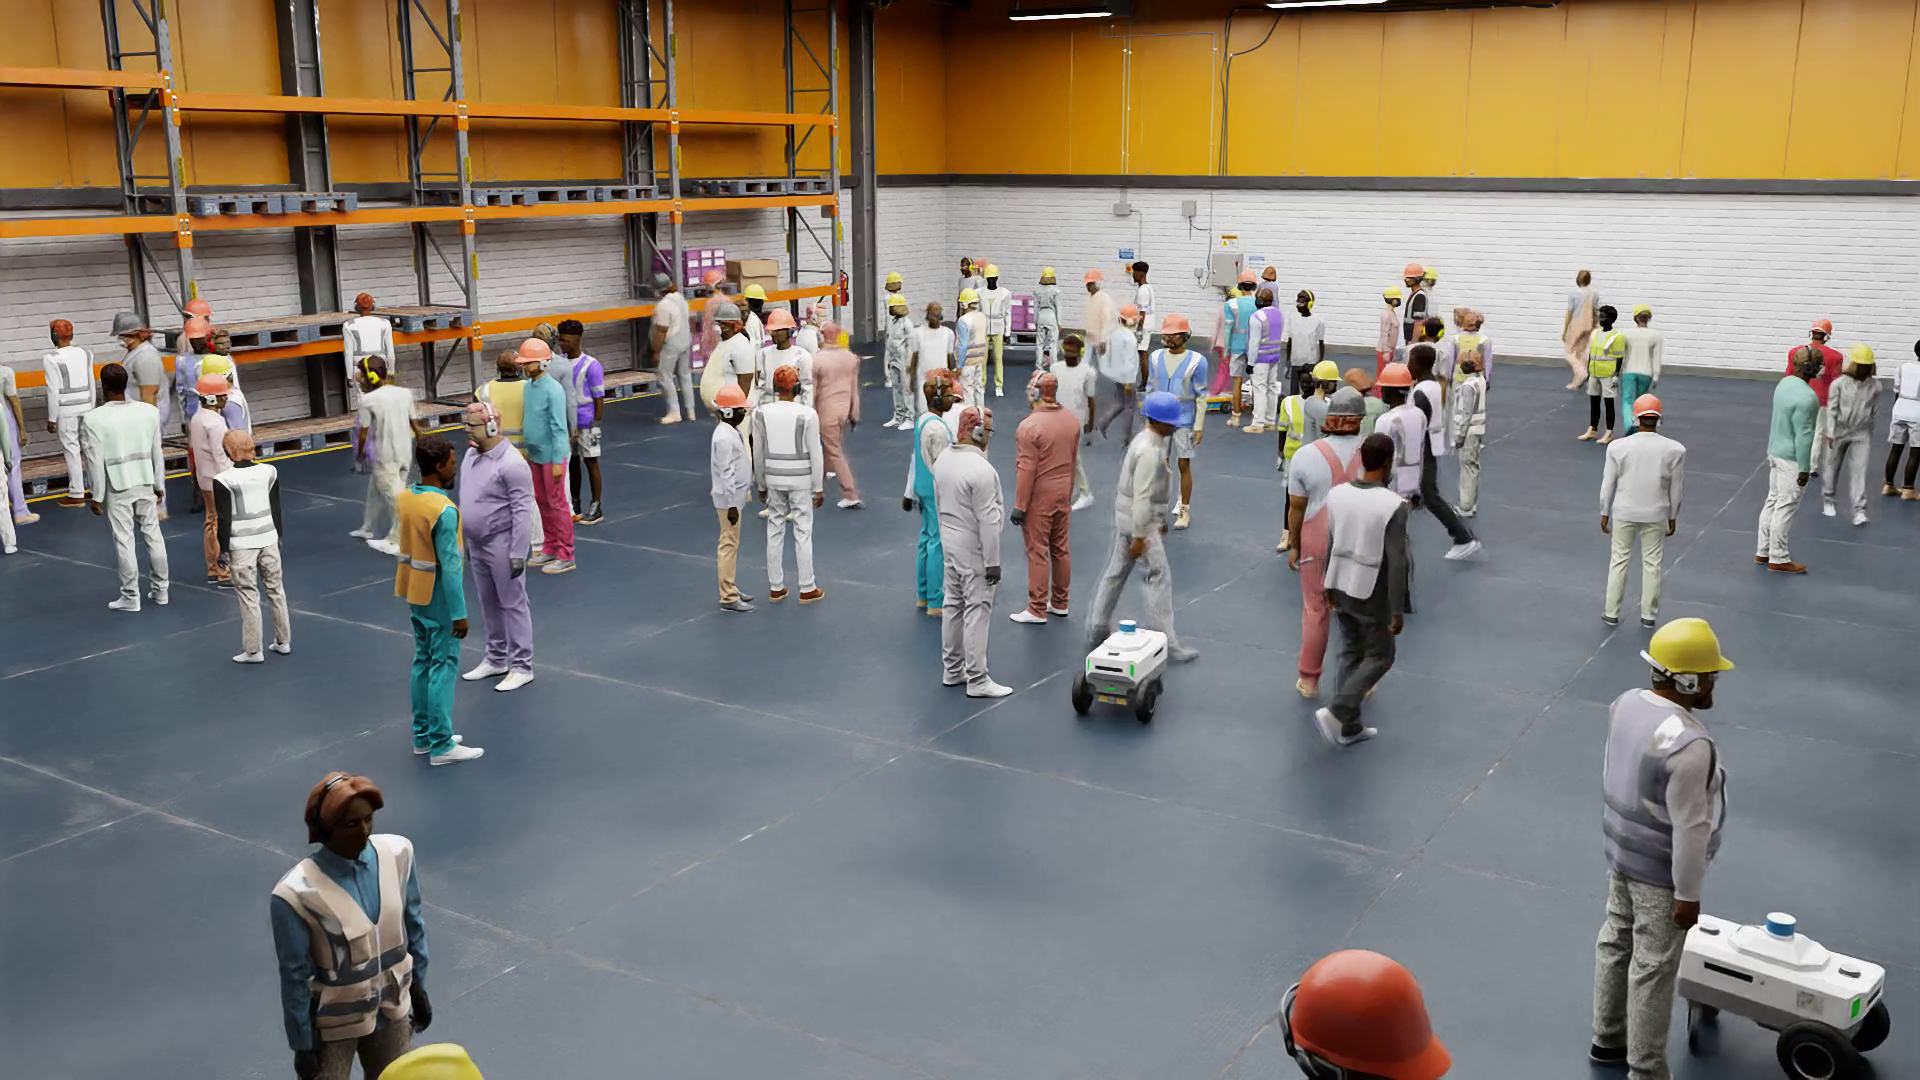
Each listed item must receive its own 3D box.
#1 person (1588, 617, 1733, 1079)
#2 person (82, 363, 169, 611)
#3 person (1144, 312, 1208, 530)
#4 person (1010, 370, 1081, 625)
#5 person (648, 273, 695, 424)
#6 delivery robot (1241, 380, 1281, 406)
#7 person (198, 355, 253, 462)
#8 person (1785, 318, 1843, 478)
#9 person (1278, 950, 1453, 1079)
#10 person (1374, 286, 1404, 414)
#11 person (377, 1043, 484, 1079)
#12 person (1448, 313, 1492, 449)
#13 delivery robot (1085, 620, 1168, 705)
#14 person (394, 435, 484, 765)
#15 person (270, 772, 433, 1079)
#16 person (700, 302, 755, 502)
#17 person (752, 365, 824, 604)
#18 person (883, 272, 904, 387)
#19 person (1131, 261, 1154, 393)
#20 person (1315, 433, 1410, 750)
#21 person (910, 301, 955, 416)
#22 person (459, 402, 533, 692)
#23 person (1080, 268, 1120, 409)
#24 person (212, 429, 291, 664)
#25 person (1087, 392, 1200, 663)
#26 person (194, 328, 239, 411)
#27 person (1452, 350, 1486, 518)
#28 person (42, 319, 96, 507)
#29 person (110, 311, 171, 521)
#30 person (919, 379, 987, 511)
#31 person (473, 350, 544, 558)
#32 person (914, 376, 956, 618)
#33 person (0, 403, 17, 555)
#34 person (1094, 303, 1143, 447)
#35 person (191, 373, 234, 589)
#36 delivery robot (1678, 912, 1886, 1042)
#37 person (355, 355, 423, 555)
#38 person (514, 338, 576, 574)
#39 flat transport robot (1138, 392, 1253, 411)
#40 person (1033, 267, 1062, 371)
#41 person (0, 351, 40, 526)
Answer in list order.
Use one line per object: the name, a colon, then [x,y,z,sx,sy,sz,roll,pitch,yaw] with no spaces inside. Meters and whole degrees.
person: [2.595,1.174,6.169,0.404,1.833,0.591,-1,13,-4]
person: [-6.414,-0.404,12.827,0.391,1.920,0.593,8,15,32]
person: [2.006,-1.115,15.636,0.605,2.045,0.381,8,15,30]
person: [0.611,-0.319,12.483,0.407,1.910,0.639,11,17,41]
person: [-3.838,-2.572,21.960,0.533,2.000,0.768,4,14,16]
delivery robot: [4.068,-2.036,22.688,0.477,0.478,0.707,12,18,43]
person: [-6.254,-0.679,14.230,0.403,1.823,0.588,-6,14,-26]
person: [9.321,-1.552,18.205,0.573,1.737,0.354,9,16,34]
person: [0.742,1.743,3.345,0.389,1.992,0.623,8,15,32]
person: [5.770,-2.531,22.385,0.324,1.769,0.523,6,14,23]
person: [-1.059,1.848,3.410,0.341,1.760,0.525,-4,14,-17]
person: [6.101,-1.901,19.936,0.522,1.636,0.311,8,15,33]
delivery robot: [1.067,0.754,10.586,0.477,0.478,0.707,6,14,24]
person: [-3.030,0.350,9.589,0.389,1.910,0.591,-11,17,-40]
person: [-1.891,1.499,5.216,0.316,1.630,0.508,8,15,32]
person: [-2.358,-1.392,16.844,0.535,2.000,0.673,-5,14,-22]
person: [-1.332,-0.430,13.021,0.574,1.882,0.356,4,14,16]
person: [-0.992,-3.203,25.348,0.293,1.744,0.492,4,14,18]
person: [2.701,-3.157,24.695,0.370,1.958,0.599,2,13,8]
person: [2.323,0.320,9.751,0.516,1.892,0.631,-9,16,-34]
person: [-0.328,-1.885,19.440,0.531,1.830,0.588,-1,13,-6]
person: [-3.069,0.040,10.924,0.642,1.909,0.399,12,18,42]
person: [1.954,-2.781,23.039,0.843,1.965,0.610,-9,16,-34]
person: [-4.903,0.043,11.503,0.311,1.637,0.523,7,15,28]
person: [1.275,-0.109,11.644,0.805,1.896,0.641,0,13,1]
person: [-7.155,-1.124,16.106,0.388,1.847,0.563,1,13,5]
person: [4.943,-1.032,16.163,0.309,1.640,0.513,7,15,28]
person: [-8.901,-1.271,16.665,0.356,1.883,0.574,4,14,16]
person: [-7.908,-1.211,16.059,0.535,2.000,0.685,-6,14,-26]
person: [-0.063,-0.408,13.211,0.573,1.746,0.345,-3,13,-15]
person: [-3.849,-0.724,14.383,0.637,1.842,0.429,-1,13,-6]
person: [-0.173,-0.329,12.661,0.334,1.845,0.513,-4,14,-18]
person: [-8.542,-0.647,14.501,0.514,1.636,0.308,-10,16,-36]
person: [1.945,-1.982,20.045,0.496,1.741,0.573,-4,14,-17]
person: [-6.022,-0.485,13.540,0.336,1.749,0.575,-10,17,-38]
delivery robot: [3.182,1.697,6.496,0.707,0.478,0.477,12,17,42]
person: [-4.913,-0.677,14.246,0.846,1.815,0.550,8,15,30]
person: [-3.507,-0.711,14.017,0.403,1.986,0.614,-10,16,-37]
flat transport robot: [3.245,-1.902,22.932,1.431,0.197,0.652,-4,14,-16]
person: [1.405,-3.476,26.534,0.484,1.745,0.297,7,15,26]
person: [-9.119,-1.046,15.774,0.508,1.846,0.345,0,13,1]
